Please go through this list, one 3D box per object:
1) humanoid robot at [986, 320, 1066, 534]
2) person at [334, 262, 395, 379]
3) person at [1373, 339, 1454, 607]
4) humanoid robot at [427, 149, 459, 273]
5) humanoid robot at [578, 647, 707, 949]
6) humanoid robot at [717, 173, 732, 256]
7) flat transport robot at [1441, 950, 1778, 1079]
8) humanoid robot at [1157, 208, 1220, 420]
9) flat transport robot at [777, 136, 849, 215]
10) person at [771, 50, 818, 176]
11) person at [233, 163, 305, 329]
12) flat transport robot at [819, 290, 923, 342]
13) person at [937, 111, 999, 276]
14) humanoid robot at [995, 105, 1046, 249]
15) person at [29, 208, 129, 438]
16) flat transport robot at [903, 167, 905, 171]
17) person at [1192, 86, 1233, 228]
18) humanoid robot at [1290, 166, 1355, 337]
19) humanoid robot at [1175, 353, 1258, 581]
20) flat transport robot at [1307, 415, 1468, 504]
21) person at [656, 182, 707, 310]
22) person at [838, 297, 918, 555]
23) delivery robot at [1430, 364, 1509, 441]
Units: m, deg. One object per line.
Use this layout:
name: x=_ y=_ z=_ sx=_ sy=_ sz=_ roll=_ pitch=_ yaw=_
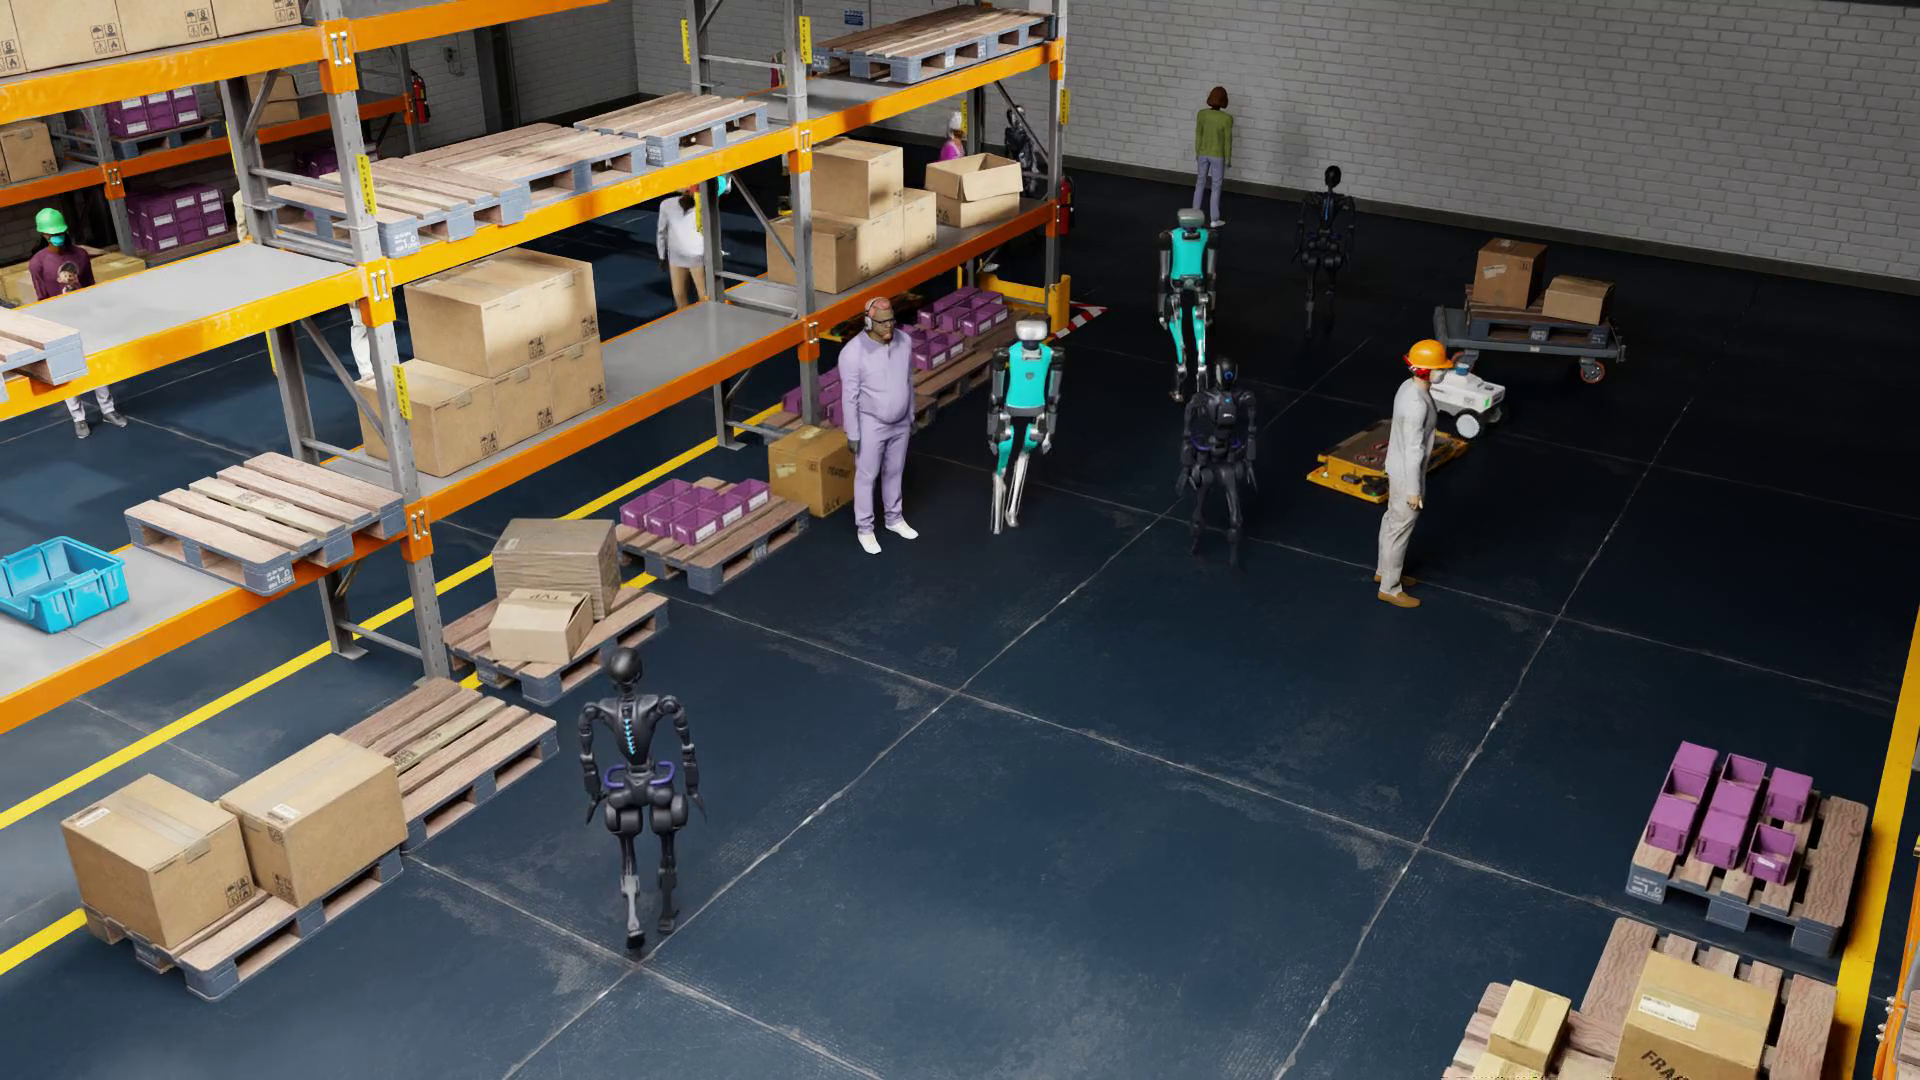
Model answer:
humanoid robot: x=0.431 y=-0.834 z=12.256 sx=0.560 sy=1.807 sz=0.796 roll=-4 pitch=27 yaw=-7
person: x=-5.295 y=-2.287 z=14.863 sx=0.373 sy=1.939 sz=0.628 roll=9 pitch=28 yaw=18
person: x=3.072 y=-0.466 z=11.322 sx=0.357 sy=1.894 sz=0.582 roll=4 pitch=27 yaw=9
humanoid robot: x=-5.259 y=-3.176 z=16.951 sx=0.615 sy=1.616 sz=0.810 roll=-2 pitch=27 yaw=-5
humanoid robot: x=-1.554 y=1.284 z=8.111 sx=0.602 sy=1.638 sz=0.483 roll=-1 pitch=27 yaw=-3
humanoid robot: x=-2.861 y=-3.964 z=18.377 sx=0.882 sy=1.767 sz=0.599 roll=9 pitch=28 yaw=17
flat transport robot: x=2.602 y=2.662 z=6.953 sx=0.659 sy=0.231 sz=1.431 roll=16 pitch=31 yaw=28
humanoid robot: x=1.992 y=-1.864 z=14.322 sx=0.533 sy=1.867 sz=0.759 roll=-3 pitch=27 yaw=-5
flat transport robot: x=-1.519 y=-4.164 z=20.404 sx=1.431 sy=0.231 sz=0.659 roll=-3 pitch=27 yaw=-5
person: x=-2.133 y=-5.670 z=21.636 sx=0.633 sy=1.840 sz=0.429 roll=-4 pitch=27 yaw=-8
person: x=-6.738 y=-2.882 z=16.256 sx=0.575 sy=1.739 sz=0.385 roll=-7 pitch=28 yaw=-13
flat transport robot: x=-1.040 y=-2.326 z=16.782 sx=0.659 sy=0.231 sz=1.431 roll=16 pitch=31 yaw=29
person: x=-0.039 y=-3.673 z=17.757 sx=0.913 sy=1.795 sz=0.530 roll=-2 pitch=27 yaw=-4
humanoid robot: x=0.680 y=-4.079 z=18.726 sx=0.721 sy=1.622 sz=0.609 roll=-17 pitch=32 yaw=-30
person: x=-7.438 y=-1.838 z=13.964 sx=0.426 sy=1.949 sz=0.498 roll=21 pitch=34 yaw=35
flat transport robot: x=-1.402 y=-5.103 z=22.253 sx=0.659 sy=0.231 sz=1.431 roll=-18 pitch=32 yaw=-31
person: x=2.978 y=-4.514 z=19.594 sx=0.495 sy=1.626 sz=0.285 roll=21 pitch=34 yaw=35
humanoid robot: x=3.550 y=-2.854 z=16.297 sx=0.589 sy=1.635 sz=0.720 roll=6 pitch=28 yaw=13
humanoid robot: x=1.812 y=-0.516 z=11.668 sx=0.589 sy=1.640 sz=0.567 roll=-6 pitch=27 yaw=-11
flat transport robot: x=3.492 y=-0.675 z=13.527 sx=0.659 sy=0.231 sz=1.431 roll=23 pitch=35 yaw=38
person: x=-2.583 y=-2.684 z=15.901 sx=0.615 sy=1.708 sz=0.368 roll=4 pitch=27 yaw=7
person: x=-0.558 y=-0.842 z=12.050 sx=0.650 sy=1.907 sz=0.413 roll=-23 pitch=35 yaw=-37
delivery robot: x=4.298 y=-1.204 z=14.275 sx=0.816 sy=0.613 sz=0.499 roll=23 pitch=35 yaw=38
